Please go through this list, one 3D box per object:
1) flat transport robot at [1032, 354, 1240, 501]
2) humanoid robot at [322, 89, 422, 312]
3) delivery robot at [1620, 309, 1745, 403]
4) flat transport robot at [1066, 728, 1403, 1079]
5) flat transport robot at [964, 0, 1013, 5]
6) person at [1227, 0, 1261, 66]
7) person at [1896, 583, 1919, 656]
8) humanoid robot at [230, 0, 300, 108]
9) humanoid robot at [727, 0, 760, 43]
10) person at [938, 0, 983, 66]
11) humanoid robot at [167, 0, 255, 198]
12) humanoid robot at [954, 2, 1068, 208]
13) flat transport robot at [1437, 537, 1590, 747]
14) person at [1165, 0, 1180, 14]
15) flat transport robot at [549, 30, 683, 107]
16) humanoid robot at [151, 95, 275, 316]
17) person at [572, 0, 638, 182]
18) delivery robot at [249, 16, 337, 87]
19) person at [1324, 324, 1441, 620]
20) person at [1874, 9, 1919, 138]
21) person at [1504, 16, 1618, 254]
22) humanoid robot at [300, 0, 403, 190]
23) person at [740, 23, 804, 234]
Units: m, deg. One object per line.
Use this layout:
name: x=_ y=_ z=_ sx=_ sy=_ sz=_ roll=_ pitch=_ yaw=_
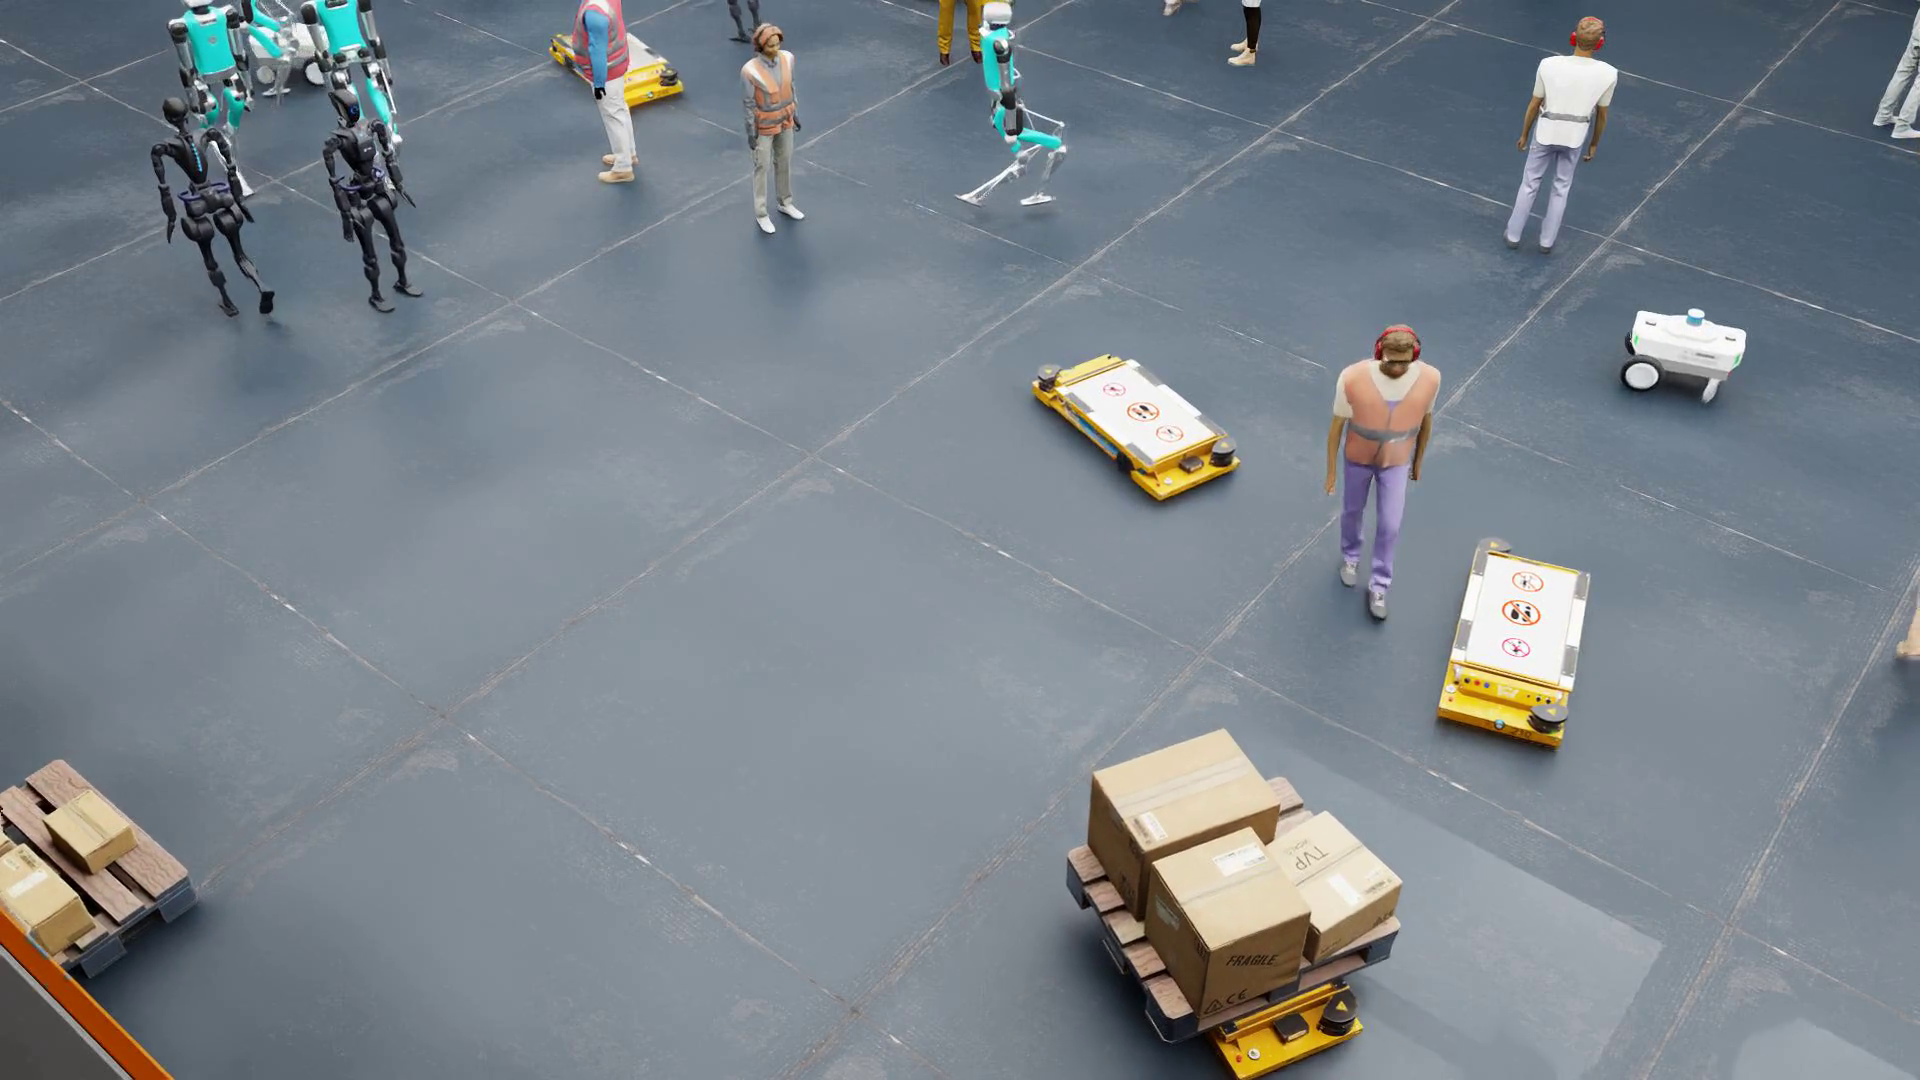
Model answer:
flat transport robot: x=1.148 y=-0.799 z=11.018 sx=0.659 sy=0.231 sz=1.431 roll=-22 pitch=45 yaw=-24
humanoid robot: x=-4.194 y=-2.431 z=11.843 sx=0.320 sy=1.652 sz=0.603 roll=25 pitch=46 yaw=26
delivery robot: x=4.932 y=-1.303 z=11.388 sx=0.764 sy=0.592 sz=0.521 roll=14 pitch=42 yaw=16
flat transport robot: x=1.242 y=1.849 z=7.902 sx=0.659 sy=0.231 sz=1.431 roll=-16 pitch=43 yaw=-18
flat transport robot: x=-0.123 y=-5.628 z=16.698 sx=1.431 sy=0.231 sz=0.659 roll=9 pitch=41 yaw=10
person: x=2.643 y=-5.152 z=15.042 sx=0.322 sy=1.691 sz=0.532 roll=9 pitch=41 yaw=10
person: x=5.521 y=0.000 z=8.947 sx=0.491 sy=1.735 sz=0.417 roll=15 pitch=43 yaw=17
humanoid robot: x=-6.034 y=-4.616 z=14.398 sx=0.665 sy=1.834 sz=0.540 roll=-11 pitch=42 yaw=-12
humanoid robot: x=-2.065 y=-5.446 z=15.398 sx=0.307 sy=1.655 sz=0.608 roll=28 pitch=48 yaw=29
person: x=0.018 y=-5.152 z=15.002 sx=0.528 sy=1.750 sz=0.342 roll=-5 pitch=41 yaw=-6
humanoid robot: x=-5.917 y=-3.525 z=13.157 sx=0.542 sy=1.874 sz=0.823 roll=-31 pitch=49 yaw=-32
humanoid robot: x=0.470 y=-3.291 z=12.822 sx=1.023 sy=1.733 sz=0.551 roll=-10 pitch=41 yaw=-11
flat transport robot: x=3.160 y=0.547 z=9.434 sx=0.659 sy=0.231 sz=1.431 roll=14 pitch=42 yaw=16
person: x=2.219 y=-6.109 z=16.055 sx=0.565 sy=1.835 sz=0.994 roll=12 pitch=42 yaw=13
flat transport robot: x=-3.160 y=-4.350 z=15.195 sx=0.659 sy=0.231 sz=1.431 roll=-25 pitch=46 yaw=-26
humanoid robot: x=-5.264 y=-2.281 z=11.680 sx=0.602 sy=1.641 sz=0.546 roll=-31 pitch=49 yaw=-31
person: x=-2.854 y=-3.767 z=13.308 sx=0.431 sy=1.837 sz=0.630 roll=-2 pitch=40 yaw=-2
delivery robot: x=-6.027 y=-4.449 z=15.085 sx=0.769 sy=0.587 sz=0.499 roll=0 pitch=40 yaw=0
person: x=2.331 y=-0.374 z=9.318 sx=0.579 sy=1.821 sz=0.707 roll=3 pitch=40 yaw=4
person: x=8.161 y=-4.202 z=13.892 sx=0.319 sy=1.731 sz=0.489 roll=-10 pitch=41 yaw=-12
person: x=4.467 y=-2.979 z=12.378 sx=0.574 sy=1.830 sz=0.411 roll=8 pitch=41 yaw=10
humanoid robot: x=-4.686 y=-3.516 z=13.069 sx=0.541 sy=1.744 sz=0.912 roll=-20 pitch=44 yaw=-22
person: x=-1.436 y=-3.166 z=12.744 sx=0.309 sy=1.636 sz=0.522 roll=32 pitch=50 yaw=32
